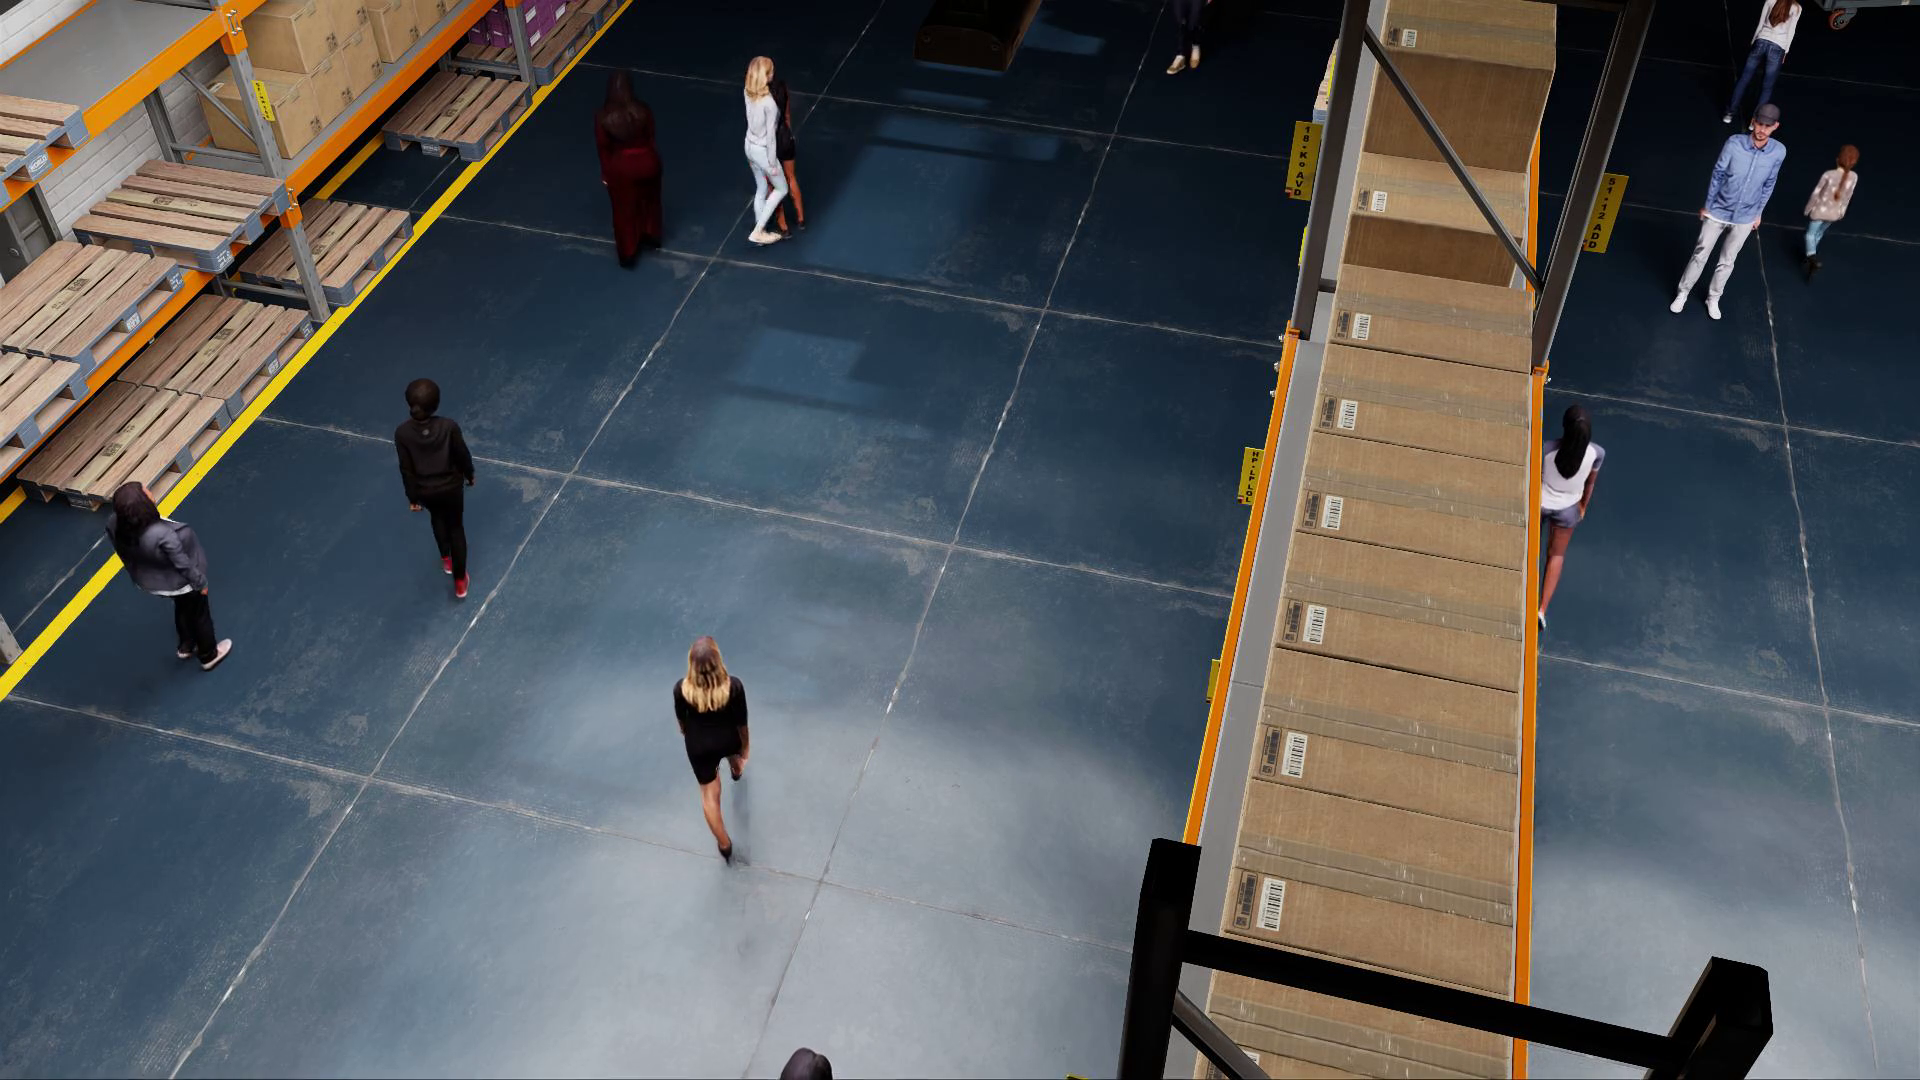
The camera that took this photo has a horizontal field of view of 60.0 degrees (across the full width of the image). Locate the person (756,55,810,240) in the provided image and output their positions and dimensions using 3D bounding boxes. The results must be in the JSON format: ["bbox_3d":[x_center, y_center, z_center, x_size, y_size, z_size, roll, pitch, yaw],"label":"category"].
[{"bbox_3d":[-1.572,-3.398,14.395,0.828,1.732,0.630,32,52,29],"label":"person"}]

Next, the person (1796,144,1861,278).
[{"bbox_3d":[7.384,-2.784,14.148,0.554,1.183,0.788,3,44,4],"label":"person"}]

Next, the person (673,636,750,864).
[{"bbox_3d":[-1.413,1.252,9.580,0.846,1.640,1.085,-7,44,-8],"label":"person"}]

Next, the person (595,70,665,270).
[{"bbox_3d":[-2.731,-3.106,14.090,0.841,1.729,0.881,-19,47,-19],"label":"person"}]

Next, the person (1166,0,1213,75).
[{"bbox_3d":[2.329,-5.564,16.560,0.756,1.881,0.788,22,48,22],"label":"person"}]

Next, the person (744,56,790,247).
[{"bbox_3d":[-1.764,-3.263,14.221,0.813,1.776,0.765,-30,51,-28],"label":"person"}]

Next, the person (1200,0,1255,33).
[{"bbox_3d":[3.002,-6.182,17.311,0.983,1.740,1.188,31,52,28],"label":"person"}]

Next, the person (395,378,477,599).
[{"bbox_3d":[-3.520,-0.299,11.207,0.770,1.642,0.858,-13,45,-14],"label":"person"}]

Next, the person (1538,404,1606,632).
[{"bbox_3d":[3.925,-0.149,11.008,0.615,1.700,1.059,8,44,9],"label":"person"}]

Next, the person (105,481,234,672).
[{"bbox_3d":[-5.092,0.277,10.644,0.693,1.585,0.672,14,45,14],"label":"person"}]

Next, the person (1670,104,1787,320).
[{"bbox_3d":[6.282,-2.682,13.529,0.653,1.888,0.558,12,45,12],"label":"person"}]

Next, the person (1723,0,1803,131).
[{"bbox_3d":[7.712,-4.690,15.879,0.612,1.554,0.606,28,50,26],"label":"person"}]
